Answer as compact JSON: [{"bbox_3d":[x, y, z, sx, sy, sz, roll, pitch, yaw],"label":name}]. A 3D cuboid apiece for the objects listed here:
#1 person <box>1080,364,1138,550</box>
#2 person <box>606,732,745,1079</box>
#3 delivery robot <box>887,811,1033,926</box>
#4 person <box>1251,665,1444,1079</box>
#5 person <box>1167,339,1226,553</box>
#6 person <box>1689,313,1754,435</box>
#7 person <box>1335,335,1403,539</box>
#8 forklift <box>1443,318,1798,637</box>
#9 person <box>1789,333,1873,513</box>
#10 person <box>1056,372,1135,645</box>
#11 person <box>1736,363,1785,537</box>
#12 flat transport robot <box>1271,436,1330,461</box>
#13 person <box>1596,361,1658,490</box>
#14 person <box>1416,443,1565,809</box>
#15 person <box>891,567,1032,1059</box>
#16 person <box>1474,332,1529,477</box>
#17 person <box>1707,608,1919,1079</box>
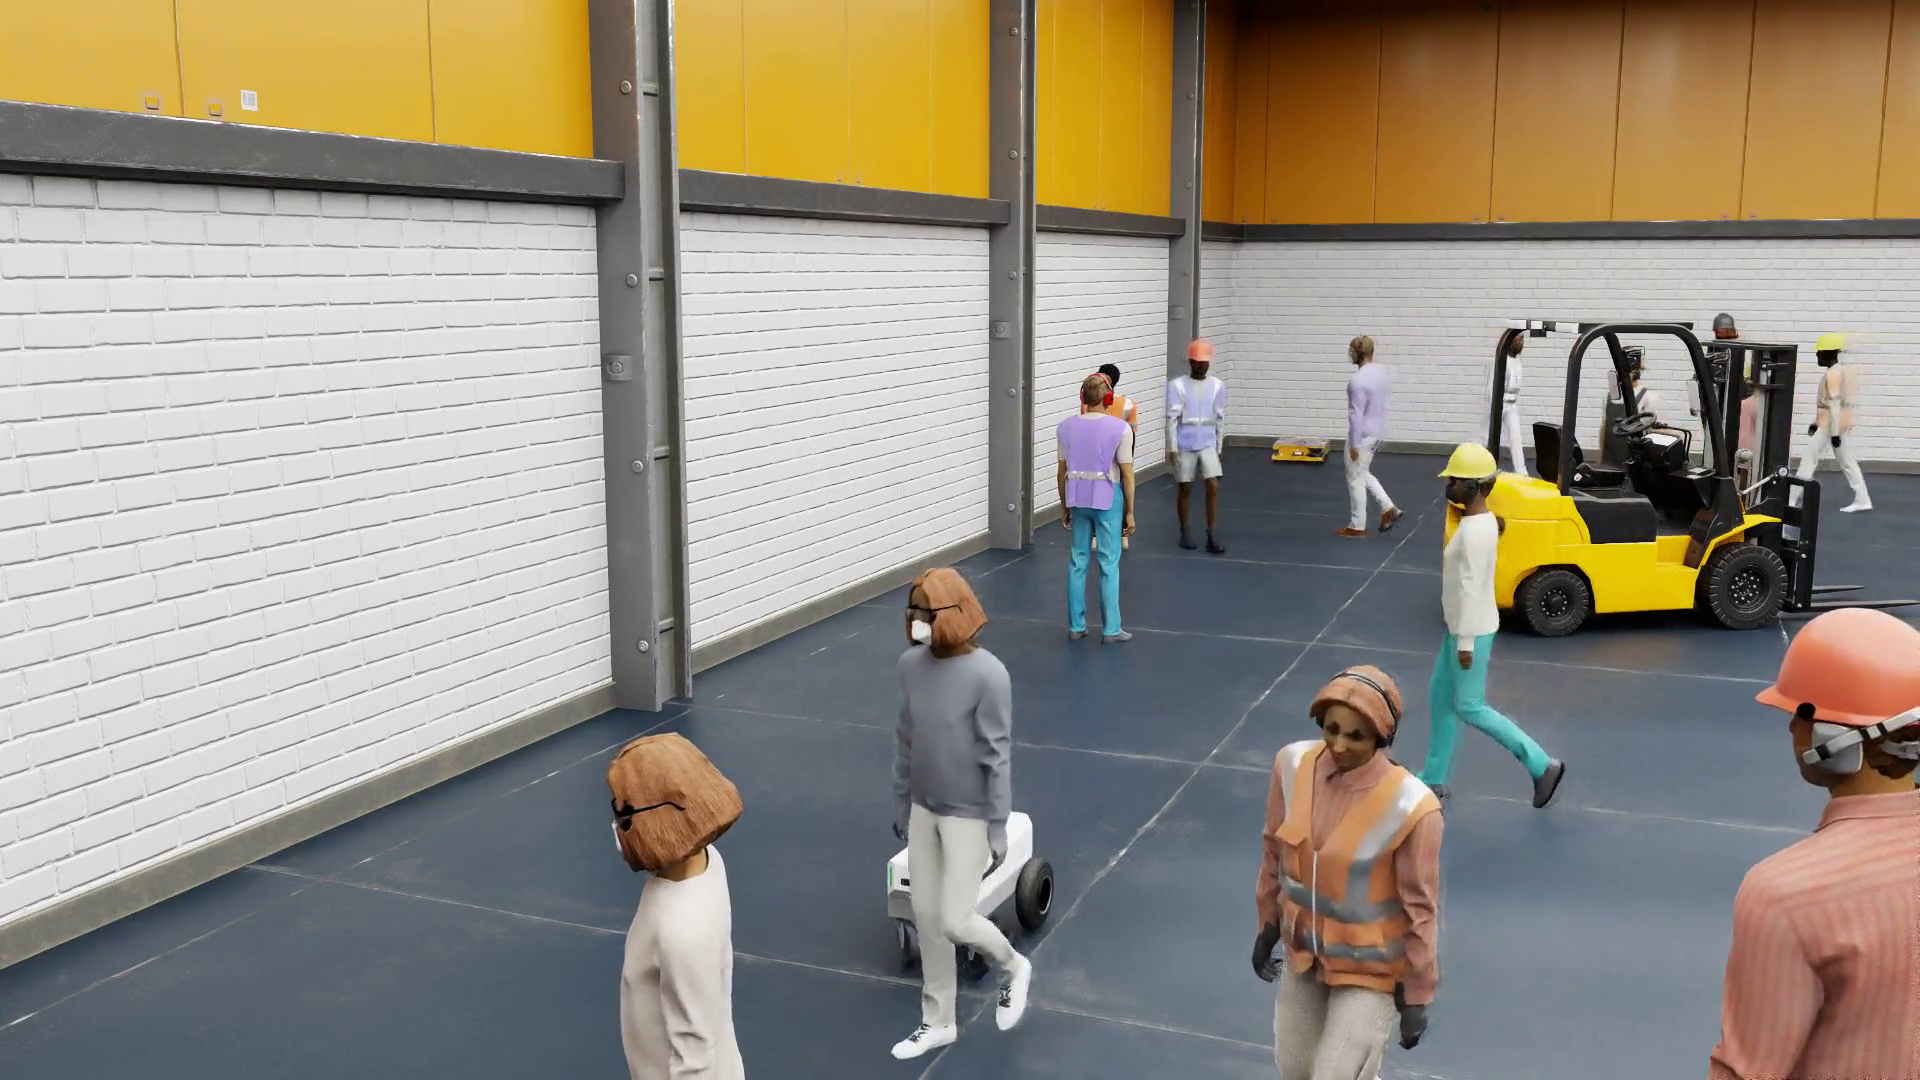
[{"bbox_3d":[1.339,-0.747,15.036,0.532,1.691,0.321,-1,9,-4],"label":"person"},{"bbox_3d":[-0.579,1.192,3.449,0.289,1.633,0.497,-2,10,-10],"label":"person"},{"bbox_3d":[0.007,1.216,6.283,0.477,0.478,0.707,4,10,23],"label":"delivery robot"},{"bbox_3d":[1.027,1.069,4.248,0.604,1.610,0.541,-7,12,-35],"label":"person"},{"bbox_3d":[2.130,-0.826,14.829,0.558,1.906,0.810,-1,9,-6],"label":"person"},{"bbox_3d":[8.913,-1.666,19.538,0.710,2.000,0.673,0,9,2],"label":"person"},{"bbox_3d":[3.813,-0.949,15.539,0.512,1.925,0.647,7,12,36],"label":"person"},{"bbox_3d":[4.706,-0.497,11.990,2.313,2.155,1.214,-2,10,-10],"label":"forklift"},{"bbox_3d":[9.054,-1.215,17.328,1.009,1.872,0.604,7,12,36],"label":"person"},{"bbox_3d":[0.915,-0.207,11.274,0.565,1.850,0.390,5,11,29],"label":"person"},{"bbox_3d":[7.137,-0.749,14.949,0.525,1.717,0.920,-2,10,-14],"label":"person"},{"bbox_3d":[4.557,-1.219,22.177,0.652,0.197,1.431,3,10,16],"label":"flat transport robot"},{"bbox_3d":[5.755,-0.700,14.334,0.606,1.829,0.513,-6,11,-32],"label":"person"},{"bbox_3d":[2.455,0.416,7.826,0.740,1.743,0.524,3,10,19],"label":"person"},{"bbox_3d":[-0.008,0.880,5.383,0.418,1.617,0.519,-9,13,-42],"label":"person"},{"bbox_3d":[6.350,-1.567,19.588,0.630,1.841,0.983,-7,12,-38],"label":"person"},{"bbox_3d":[1.541,1.102,2.925,0.623,1.991,0.401,-3,10,-20],"label":"person"}]
